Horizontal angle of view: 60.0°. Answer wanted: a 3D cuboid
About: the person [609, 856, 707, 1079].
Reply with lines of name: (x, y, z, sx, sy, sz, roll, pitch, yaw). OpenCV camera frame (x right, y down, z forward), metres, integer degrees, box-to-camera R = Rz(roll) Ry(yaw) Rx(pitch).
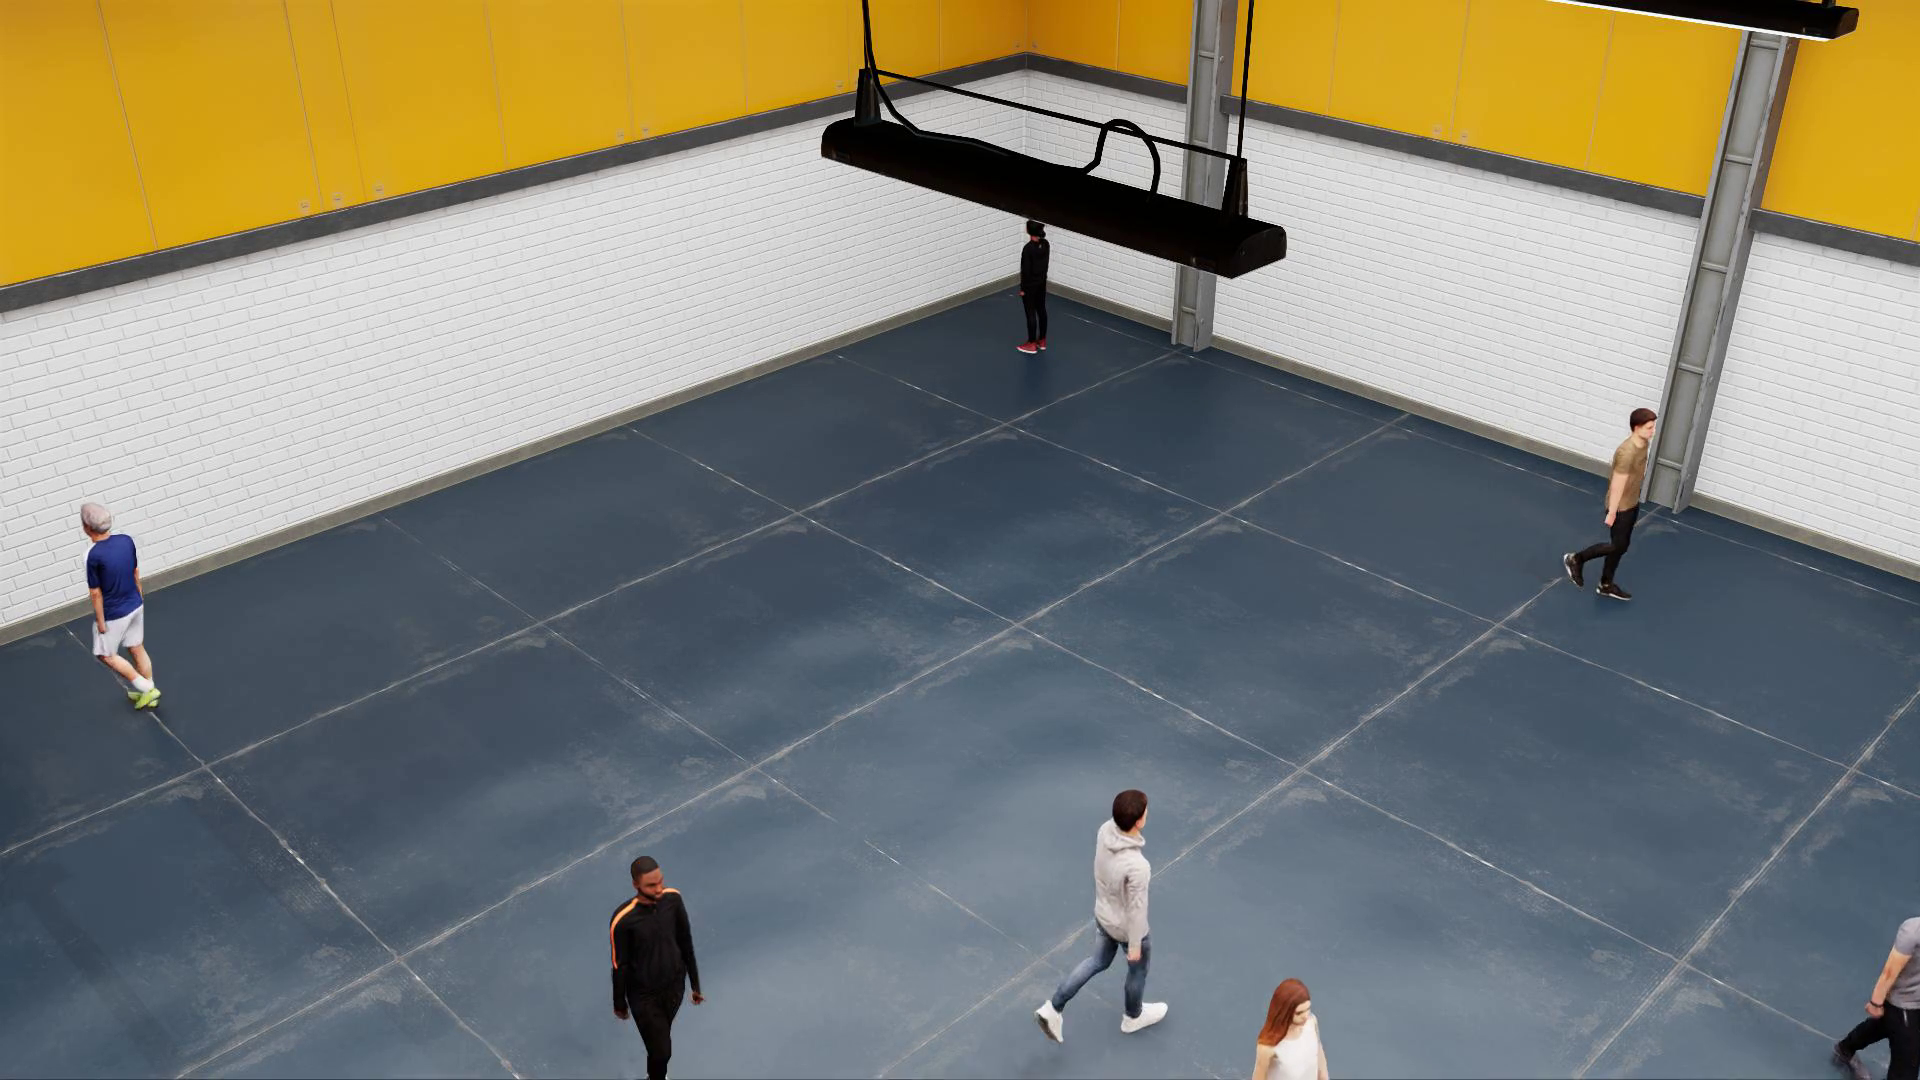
person: (-1.805, 2.514, 9.547, 0.636, 1.798, 0.672, -25, 37, -37)

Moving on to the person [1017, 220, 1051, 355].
person: (0.894, -3.060, 19.895, 0.593, 1.674, 0.496, -25, 37, -38)

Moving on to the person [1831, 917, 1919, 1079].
person: (5.396, 2.582, 9.515, 0.964, 1.710, 1.242, -10, 30, -17)

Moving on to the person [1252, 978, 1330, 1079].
person: (1.646, 2.956, 8.863, 0.648, 1.678, 1.075, -22, 35, -34)

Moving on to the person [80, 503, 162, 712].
person: (-6.562, 0.562, 13.094, 0.835, 1.828, 0.799, 9, 30, 17)

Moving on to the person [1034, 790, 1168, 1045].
person: (0.871, 2.298, 9.914, 0.970, 1.826, 1.166, -13, 31, -23)

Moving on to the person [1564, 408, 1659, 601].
person: (5.789, -0.340, 14.736, 0.895, 1.840, 0.715, 21, 35, 33)
